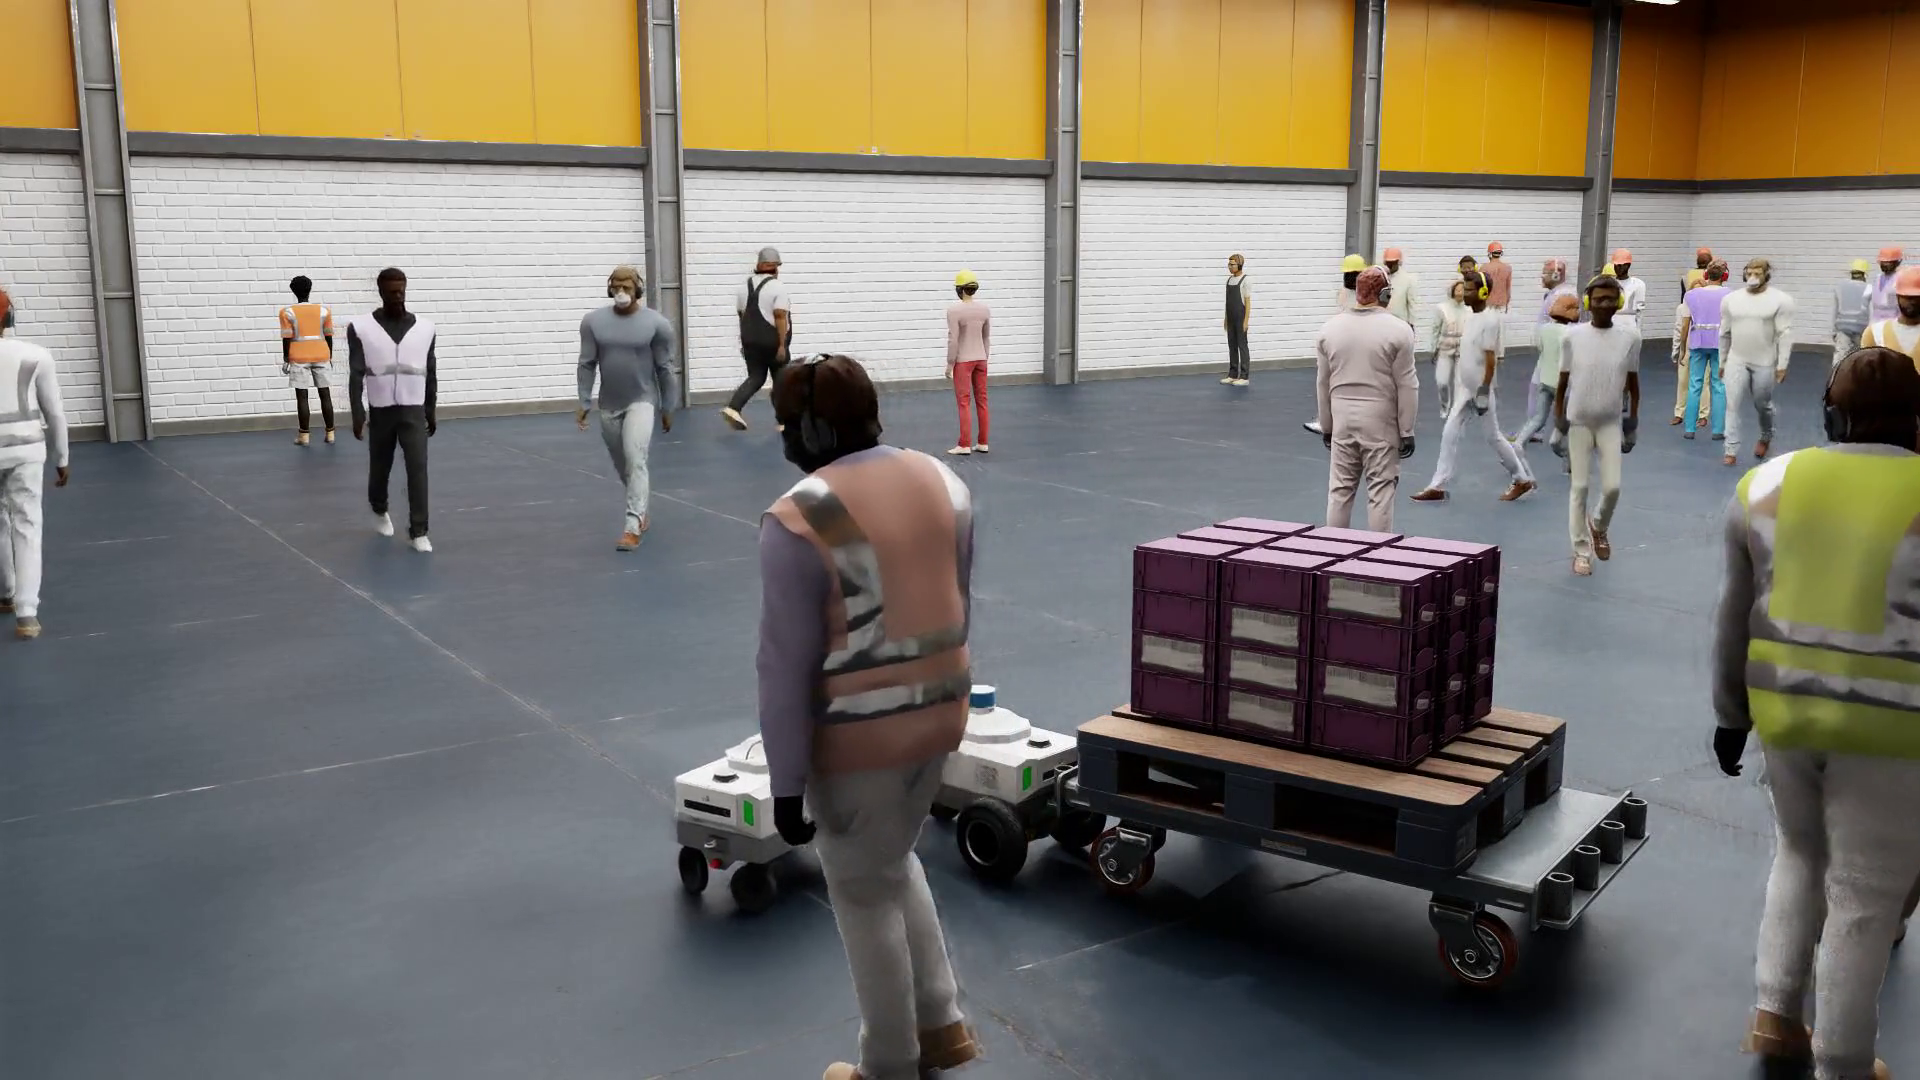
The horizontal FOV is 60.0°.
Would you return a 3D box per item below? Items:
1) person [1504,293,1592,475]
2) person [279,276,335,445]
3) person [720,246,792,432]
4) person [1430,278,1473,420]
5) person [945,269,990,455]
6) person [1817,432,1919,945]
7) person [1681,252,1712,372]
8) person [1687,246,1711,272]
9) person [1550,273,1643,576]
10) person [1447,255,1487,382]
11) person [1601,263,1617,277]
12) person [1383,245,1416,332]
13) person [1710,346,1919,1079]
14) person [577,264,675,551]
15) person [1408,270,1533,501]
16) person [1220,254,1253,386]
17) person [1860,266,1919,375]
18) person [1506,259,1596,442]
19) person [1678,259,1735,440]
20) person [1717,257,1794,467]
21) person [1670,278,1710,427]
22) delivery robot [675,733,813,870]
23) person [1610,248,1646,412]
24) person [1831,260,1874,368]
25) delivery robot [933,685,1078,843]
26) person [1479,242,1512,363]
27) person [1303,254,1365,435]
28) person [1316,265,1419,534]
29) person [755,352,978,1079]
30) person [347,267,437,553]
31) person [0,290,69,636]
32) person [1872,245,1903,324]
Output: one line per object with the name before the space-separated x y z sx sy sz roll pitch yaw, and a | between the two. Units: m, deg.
person | 5.136 -1.343 14.465 0.794 1.598 0.509 -3 11 -17
person | -6.521 -1.792 16.647 0.530 1.693 0.321 -8 13 -38
person | -2.120 -2.127 17.533 0.713 2.000 0.845 7 12 34
person | 5.440 -2.052 18.235 0.536 1.622 0.508 3 11 17
person | 0.064 -1.688 15.902 0.525 1.759 0.337 -9 13 -39
person | 2.671 0.414 4.742 0.522 1.621 0.543 6 12 29
person | 11.397 -3.493 25.587 0.430 1.842 0.632 -7 12 -34
person | 12.186 -3.855 27.331 0.574 1.920 0.435 3 11 18
person | 3.924 -0.717 10.300 0.520 1.858 0.464 3 11 14
person | 6.374 -2.652 20.923 0.560 1.853 0.397 2 11 13
person | 8.248 -2.644 21.180 0.487 1.744 0.312 -5 12 -27
person | 5.611 -2.836 21.624 0.621 1.971 0.477 5 11 24
person | 2.150 0.462 3.948 0.480 1.821 0.659 -8 13 -37
person | -2.246 -0.928 11.368 0.635 1.906 0.961 2 10 8
person | 4.075 -1.190 13.011 0.976 1.834 0.525 -2 10 -9
person | 3.888 -3.086 23.352 0.332 1.841 0.505 -6 12 -31
person | 6.092 -0.820 10.772 0.555 1.895 0.999 7 12 33
person | 6.032 -1.861 16.596 0.922 1.873 0.653 4 11 19
person | 7.676 -1.939 17.037 0.574 1.843 0.374 5 12 27
person | 7.306 -1.645 15.291 0.639 1.907 0.924 8 13 37
person | 8.087 -2.053 18.280 0.287 1.628 0.506 -10 14 -42
delivery robot | -0.587 0.792 5.350 0.477 0.478 0.707 6 12 31
person | 7.829 -2.489 19.799 0.552 1.937 0.356 7 13 34
person | 11.650 -2.746 21.659 0.918 1.778 0.608 -9 14 -41
delivery robot | 0.068 0.737 5.650 0.707 0.478 0.477 9 14 41
person | 8.801 -3.919 27.478 0.613 1.995 0.391 -3 11 -15
person | 4.019 -2.010 17.314 0.876 1.887 0.615 -6 12 -31
person | 2.459 -0.686 10.003 0.641 1.908 0.407 9 14 40
person | -0.213 0.473 3.894 0.441 1.816 0.654 9 14 41
person | -3.823 -0.898 11.232 0.595 1.889 0.941 -6 12 -30
person | -5.091 -0.438 8.889 0.585 1.821 1.030 -4 11 -23
person | 11.876 -2.762 21.197 1.027 1.991 0.629 -2 10 -10
